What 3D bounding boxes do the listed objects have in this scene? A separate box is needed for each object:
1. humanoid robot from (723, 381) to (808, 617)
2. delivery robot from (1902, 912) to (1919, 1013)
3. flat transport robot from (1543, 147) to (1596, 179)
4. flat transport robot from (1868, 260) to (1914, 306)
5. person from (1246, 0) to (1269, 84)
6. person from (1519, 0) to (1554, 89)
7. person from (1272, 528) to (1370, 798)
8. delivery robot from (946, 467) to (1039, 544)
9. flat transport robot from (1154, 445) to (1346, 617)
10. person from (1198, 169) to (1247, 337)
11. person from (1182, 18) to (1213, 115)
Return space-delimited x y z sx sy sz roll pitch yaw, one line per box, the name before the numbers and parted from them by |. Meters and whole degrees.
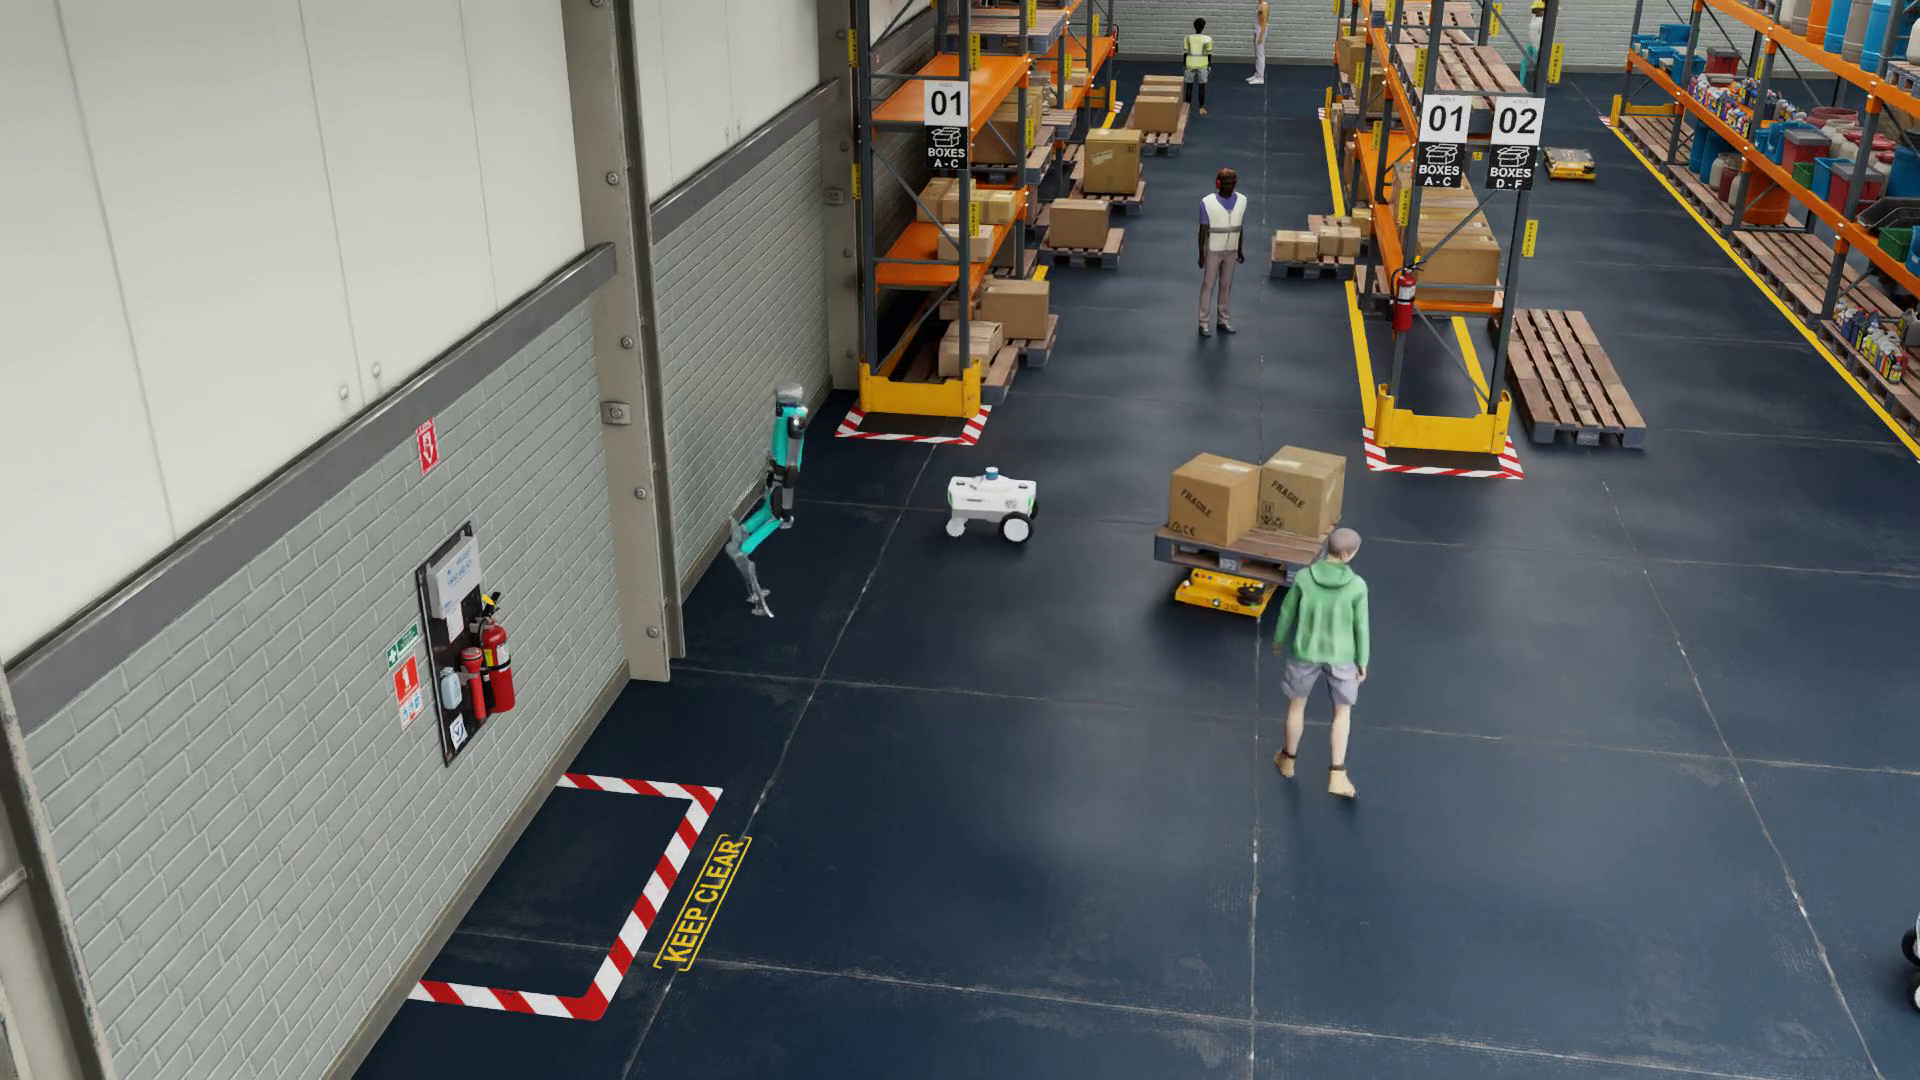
humanoid robot | -1.490 -0.285 12.236 0.808 1.760 0.544 -7 26 -15
delivery robot | 5.191 2.155 8.427 0.784 0.612 0.525 11 27 22
flat transport robot | 9.495 -5.878 25.939 0.659 0.231 1.431 6 26 12
flat transport robot | 11.456 -2.910 19.586 0.659 0.231 1.431 4 25 9
person | 5.870 -9.964 32.799 0.380 1.861 0.534 1 25 2
person | 11.146 -9.542 32.048 0.806 1.732 0.531 -4 25 -8
person | 2.155 0.749 10.046 0.609 1.726 0.525 6 26 13
delivery robot | 0.280 -0.297 13.674 0.813 0.610 0.499 3 25 7
flat transport robot | 2.223 0.174 12.985 0.659 0.231 1.431 12 27 23
person | 2.860 -3.168 18.276 0.571 1.843 0.376 -11 27 -22
person | 4.252 -8.492 29.843 0.541 1.695 0.316 7 26 16
